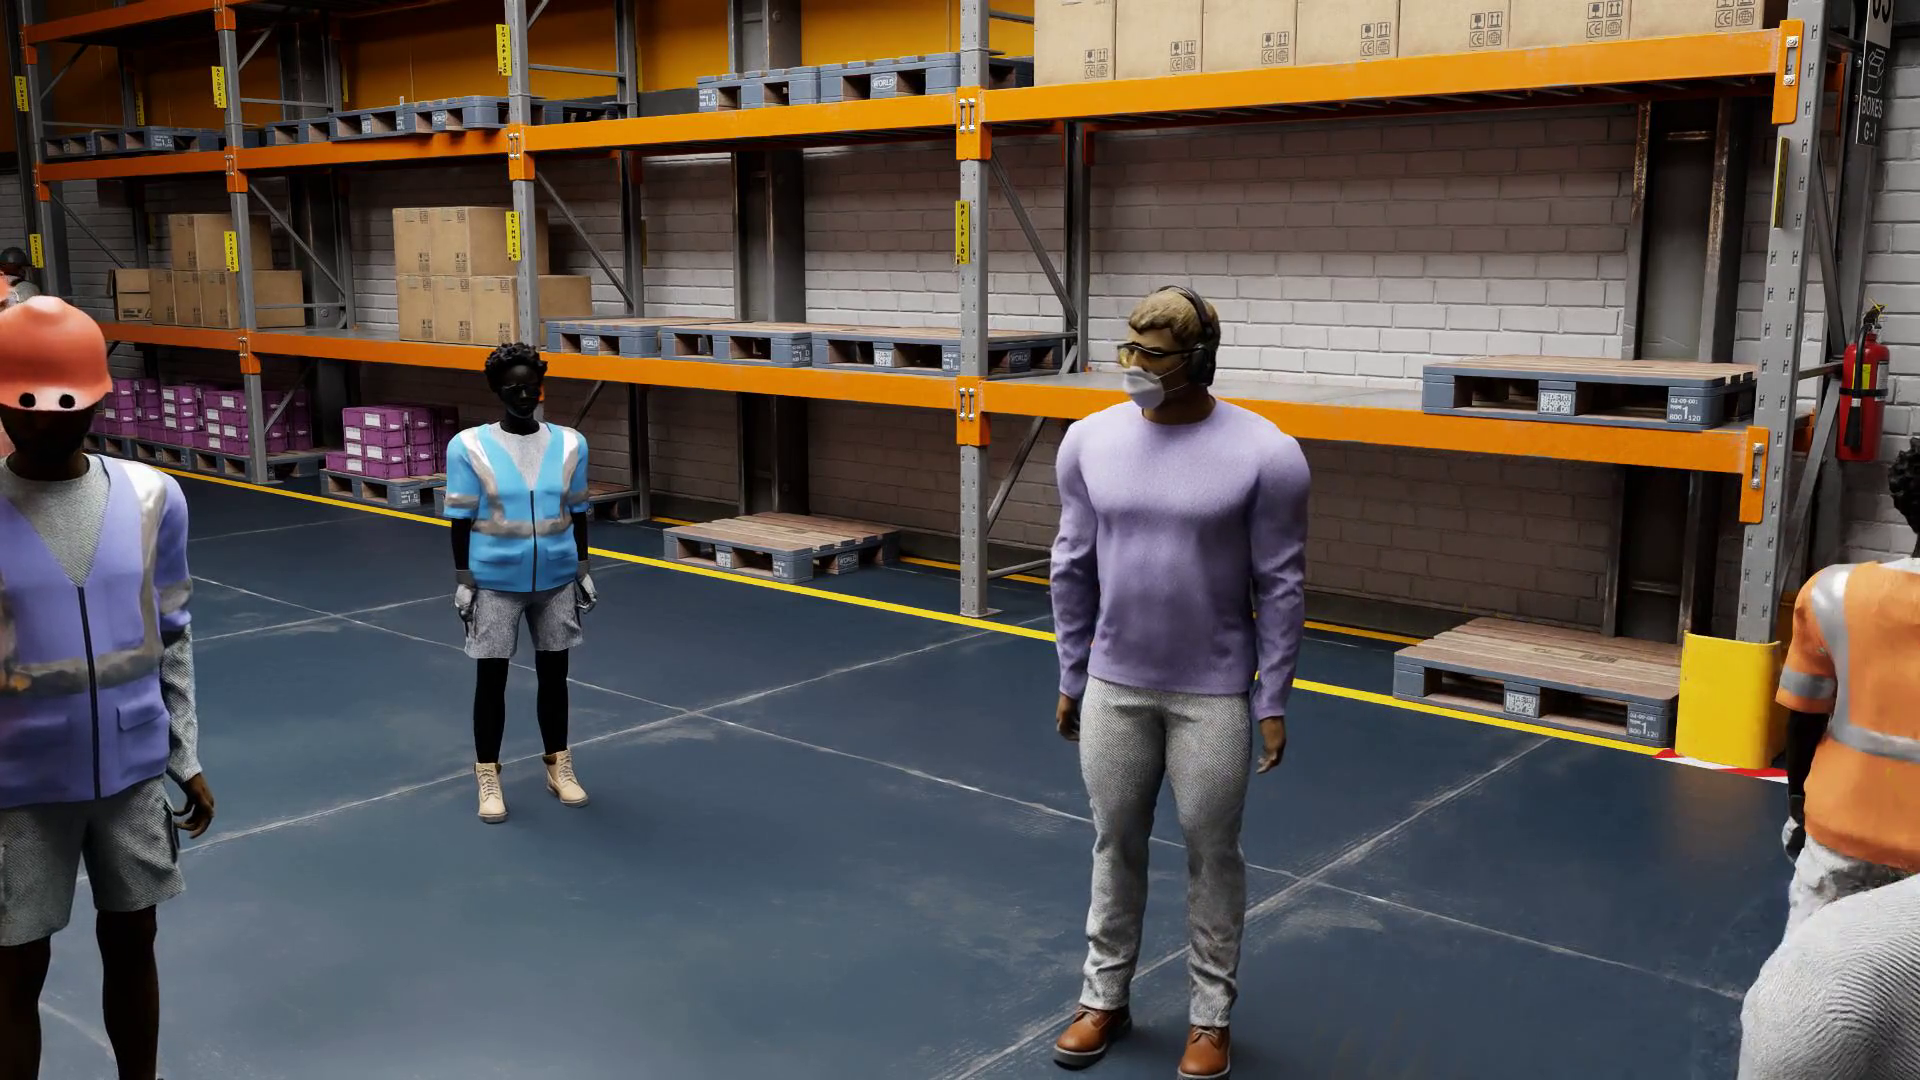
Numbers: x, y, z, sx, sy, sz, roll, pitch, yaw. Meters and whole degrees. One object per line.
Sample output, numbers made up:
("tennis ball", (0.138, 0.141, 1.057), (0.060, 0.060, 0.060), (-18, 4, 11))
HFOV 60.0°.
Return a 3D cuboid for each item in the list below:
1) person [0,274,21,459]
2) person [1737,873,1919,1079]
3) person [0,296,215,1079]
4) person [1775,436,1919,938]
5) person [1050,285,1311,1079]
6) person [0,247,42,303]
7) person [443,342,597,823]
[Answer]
("person", (-4.328, -0.270, 7.575), (0.551, 1.947, 0.643), (10, 14, 43))
("person", (0.828, 0.872, 1.517), (0.515, 1.823, 1.031), (-6, 12, -31))
("person", (-1.798, 0.475, 3.397), (0.385, 1.928, 0.547), (9, 13, 41))
("person", (1.904, 0.605, 3.313), (0.316, 1.697, 0.542), (-9, 13, -41))
("person", (0.514, 0.359, 4.033), (0.629, 1.937, 0.376), (5, 11, 25))
("person", (-9.849, -2.052, 17.464), (0.686, 2.000, 0.535), (1, 10, 6))
("person", (-1.555, 0.145, 5.932), (0.531, 1.698, 0.320), (-6, 12, -31))
